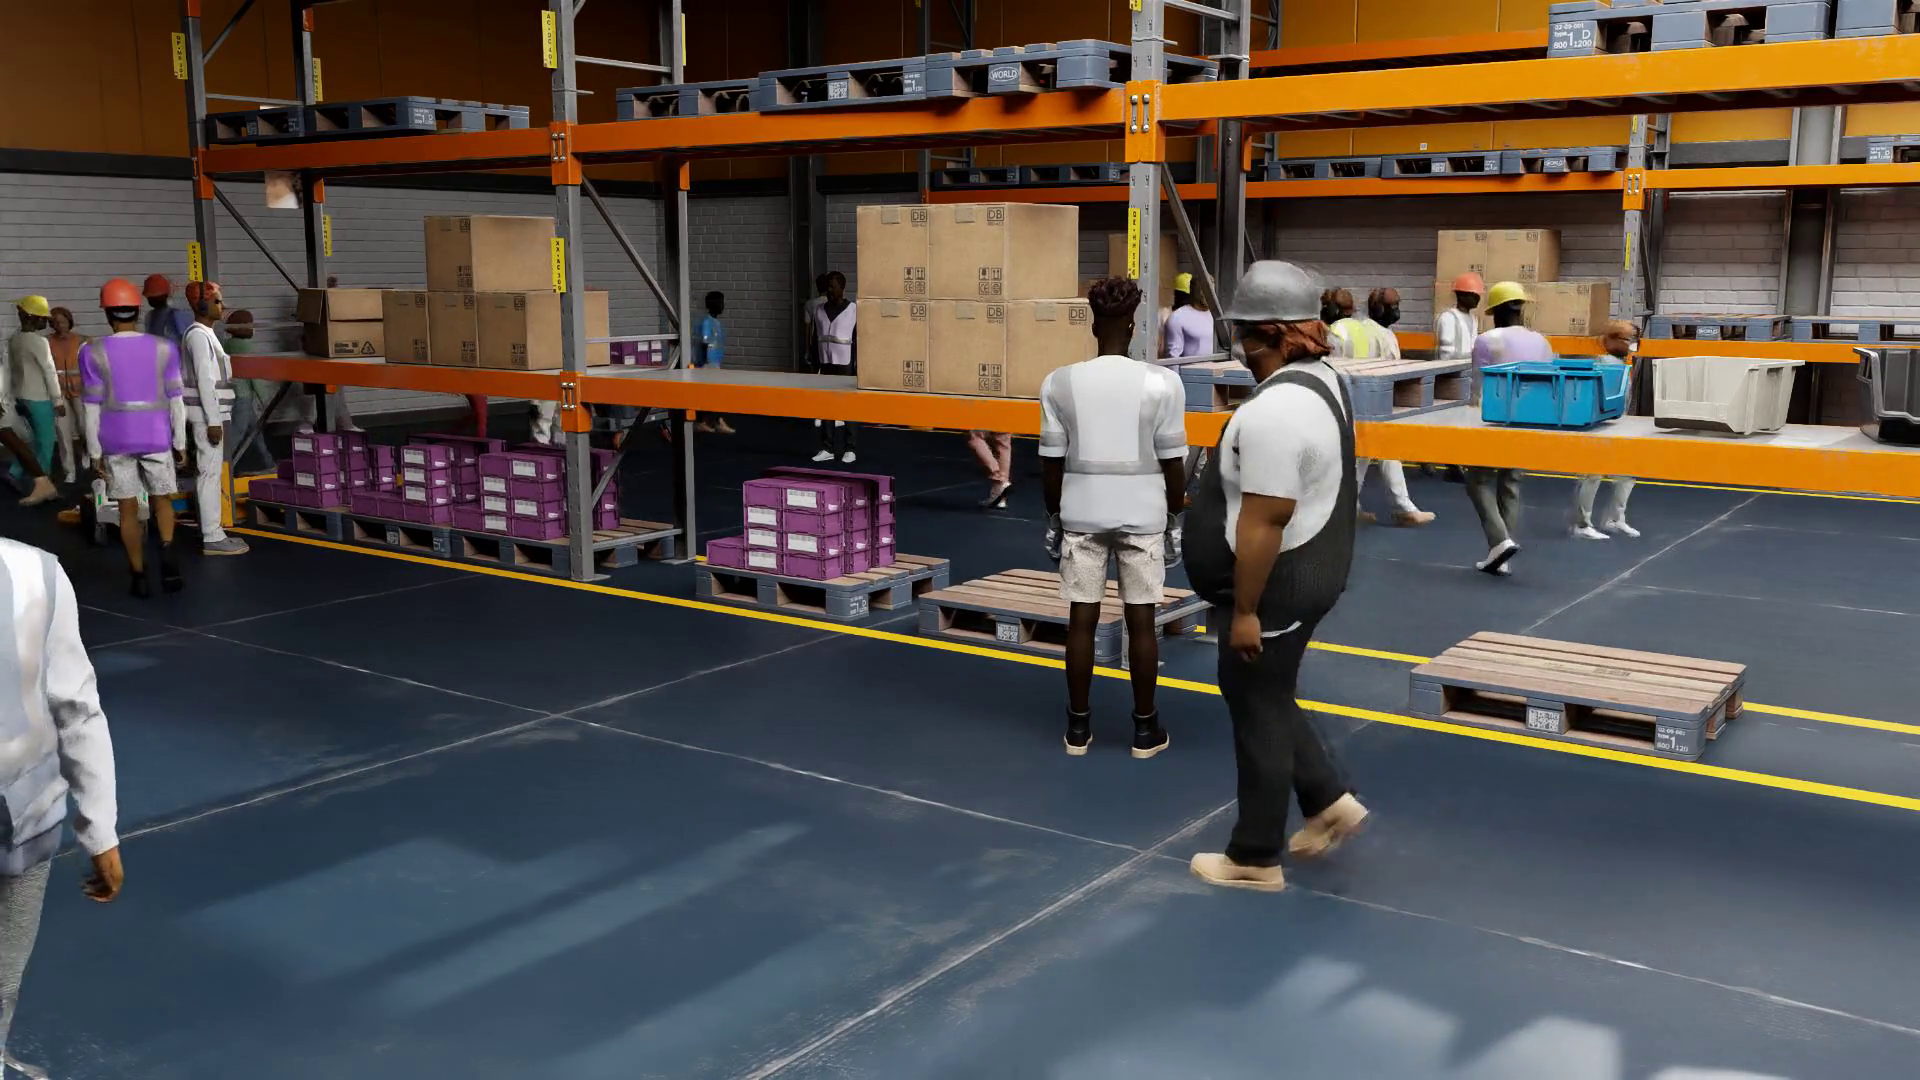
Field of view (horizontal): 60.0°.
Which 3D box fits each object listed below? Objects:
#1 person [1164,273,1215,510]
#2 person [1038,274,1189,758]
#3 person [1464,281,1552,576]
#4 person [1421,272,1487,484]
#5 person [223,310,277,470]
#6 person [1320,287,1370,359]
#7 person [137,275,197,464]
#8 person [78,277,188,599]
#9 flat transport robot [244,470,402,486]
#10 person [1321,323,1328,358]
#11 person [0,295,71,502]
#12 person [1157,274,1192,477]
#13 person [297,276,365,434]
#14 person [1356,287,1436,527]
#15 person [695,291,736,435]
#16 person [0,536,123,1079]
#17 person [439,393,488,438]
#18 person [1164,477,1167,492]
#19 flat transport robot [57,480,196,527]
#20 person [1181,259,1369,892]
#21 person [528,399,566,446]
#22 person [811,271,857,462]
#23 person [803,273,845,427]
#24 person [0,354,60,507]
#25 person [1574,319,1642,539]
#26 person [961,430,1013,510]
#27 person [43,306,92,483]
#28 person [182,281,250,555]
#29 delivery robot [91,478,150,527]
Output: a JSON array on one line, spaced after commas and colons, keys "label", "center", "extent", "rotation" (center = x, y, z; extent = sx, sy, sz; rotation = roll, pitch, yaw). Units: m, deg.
[{"label": "person", "center": [1.947, -1.217, 13.594], "extent": [0.635, 1.937, 0.361], "rotation": [-6, 11, -32]}, {"label": "person", "center": [0.624, -0.086, 6.769], "extent": [0.606, 1.967, 0.367], "rotation": [2, 10, 12]}, {"label": "person", "center": [3.494, -0.711, 10.710], "extent": [0.639, 1.888, 0.492], "rotation": [-3, 10, -19]}, {"label": "person", "center": [4.498, -1.460, 15.076], "extent": [0.552, 1.920, 0.503], "rotation": [-9, 13, -42]}, {"label": "person", "center": [-6.524, -1.302, 15.172], "extent": [0.858, 1.579, 0.513], "rotation": [-9, 13, -43]}, {"label": "person", "center": [2.800, -0.965, 12.422], "extent": [0.458, 1.824, 0.660], "rotation": [7, 12, 36]}, {"label": "person", "center": [-7.915, -1.658, 16.385], "extent": [0.581, 1.874, 1.002], "rotation": [6, 11, 33]}, {"label": "person", "center": [-4.879, -0.584, 9.850], "extent": [0.561, 1.927, 0.523], "rotation": [-7, 12, -34]}, {"label": "flat transport robot", "center": [-5.562, -0.522, 14.411], "extent": [0.652, 0.197, 1.431], "rotation": [6, 11, 31]}, {"label": "person", "center": [2.389, -0.717, 11.551], "extent": [0.521, 1.622, 0.417], "rotation": [-3, 10, -18]}, {"label": "person", "center": [-7.732, -1.166, 13.890], "extent": [0.525, 1.741, 0.415], "rotation": [7, 12, 36]}, {"label": "person", "center": [2.088, -1.554, 15.714], "extent": [0.603, 1.895, 0.638], "rotation": [-3, 10, -16]}, {"label": "person", "center": [-7.234, -2.071, 18.958], "extent": [0.649, 1.858, 0.993], "rotation": [6, 11, 33]}, {"label": "person", "center": [3.301, -1.004, 12.690], "extent": [0.861, 1.809, 0.650], "rotation": [4, 10, 24]}, {"label": "person", "center": [-2.829, -2.050, 19.351], "extent": [0.689, 1.664, 0.543], "rotation": [1, 10, 9]}, {"label": "person", "center": [-2.018, 0.586, 3.323], "extent": [0.915, 1.788, 0.607], "rotation": [9, 13, 43]}, {"label": "person", "center": [-4.899, -1.607, 16.540], "extent": [0.720, 1.741, 0.546], "rotation": [3, 10, 17]}, {"label": "person", "center": [2.061, -1.324, 14.524], "extent": [0.962, 1.847, 0.670], "rotation": [-1, 10, -7]}, {"label": "flat transport robot", "center": [-6.292, -0.315, 13.178], "extent": [0.652, 0.197, 1.431], "rotation": [4, 11, 25]}, {"label": "person", "center": [0.968, 0.123, 5.308], "extent": [0.536, 2.000, 0.701], "rotation": [5, 11, 25]}, {"label": "person", "center": [-3.308, -1.189, 13.655], "extent": [0.650, 1.869, 0.581], "rotation": [4, 10, 20]}, {"label": "person", "center": [-1.231, -1.742, 16.777], "extent": [0.587, 1.920, 0.392], "rotation": [4, 10, 24]}, {"label": "person", "center": [-1.661, -2.316, 20.337], "extent": [0.519, 1.873, 0.335], "rotation": [1, 10, 8]}, {"label": "person", "center": [-7.911, -1.205, 13.464], "extent": [1.044, 1.972, 0.621], "rotation": [-6, 11, -32]}, {"label": "person", "center": [4.739, -0.781, 11.996], "extent": [0.579, 1.604, 0.510], "rotation": [6, 11, 31]}, {"label": "person", "center": [0.282, -1.168, 13.435], "extent": [0.652, 1.892, 0.446], "rotation": [-9, 13, -42]}, {"label": "person", "center": [-8.205, -1.343, 15.322], "extent": [0.515, 1.616, 0.568], "rotation": [-5, 11, -25]}, {"label": "person", "center": [-5.184, -0.840, 11.509], "extent": [0.353, 1.883, 0.573], "rotation": [-5, 11, -26]}, {"label": "delivery robot", "center": [-6.076, -0.310, 12.022], "extent": [0.477, 0.478, 0.707], "rotation": [-5, 11, -29]}]
